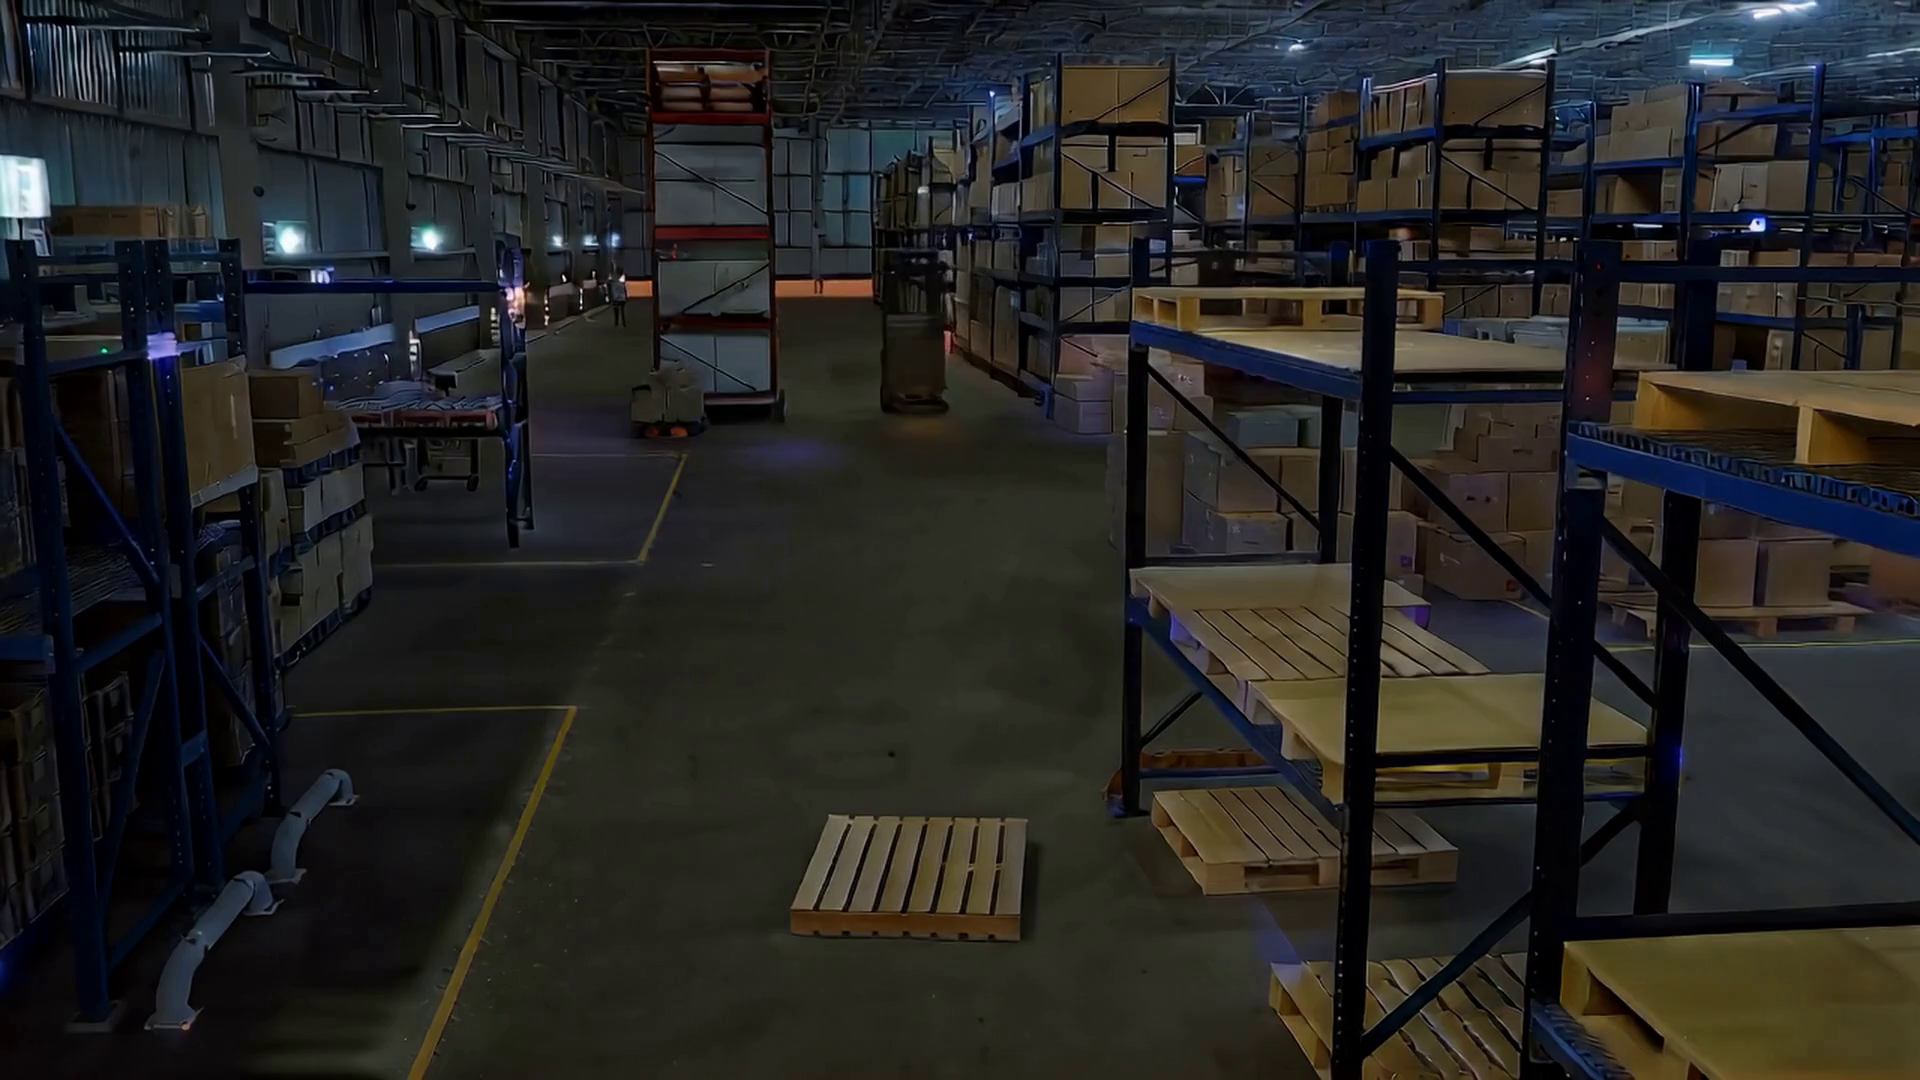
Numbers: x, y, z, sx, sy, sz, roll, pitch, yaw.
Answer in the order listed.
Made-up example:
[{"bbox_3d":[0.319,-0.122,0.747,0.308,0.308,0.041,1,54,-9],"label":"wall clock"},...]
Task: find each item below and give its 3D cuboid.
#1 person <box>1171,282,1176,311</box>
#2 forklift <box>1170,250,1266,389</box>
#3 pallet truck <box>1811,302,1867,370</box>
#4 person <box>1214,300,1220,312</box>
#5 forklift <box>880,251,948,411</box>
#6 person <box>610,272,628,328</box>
[{"bbox_3d":[6.325,-6.868,49.896,0.691,1.827,0.564,-1,10,-4],"label":"person"},{"bbox_3d":[5.139,-4.452,33.602,1.873,2.768,1.129,-5,12,-27],"label":"forklift"},{"bbox_3d":[15.846,-3.142,28.793,1.885,1.965,0.823,2,10,12],"label":"pallet truck"},{"bbox_3d":[6.956,-6.139,45.354,0.722,2.019,0.626,-1,10,-5],"label":"person"},{"bbox_3d":[-0.864,-3.799,29.981,1.129,2.768,1.873,-1,10,-6],"label":"forklift"},{"bbox_3d":[-11.756,-8.259,57.365,0.600,1.917,0.376,2,10,12],"label":"person"}]
